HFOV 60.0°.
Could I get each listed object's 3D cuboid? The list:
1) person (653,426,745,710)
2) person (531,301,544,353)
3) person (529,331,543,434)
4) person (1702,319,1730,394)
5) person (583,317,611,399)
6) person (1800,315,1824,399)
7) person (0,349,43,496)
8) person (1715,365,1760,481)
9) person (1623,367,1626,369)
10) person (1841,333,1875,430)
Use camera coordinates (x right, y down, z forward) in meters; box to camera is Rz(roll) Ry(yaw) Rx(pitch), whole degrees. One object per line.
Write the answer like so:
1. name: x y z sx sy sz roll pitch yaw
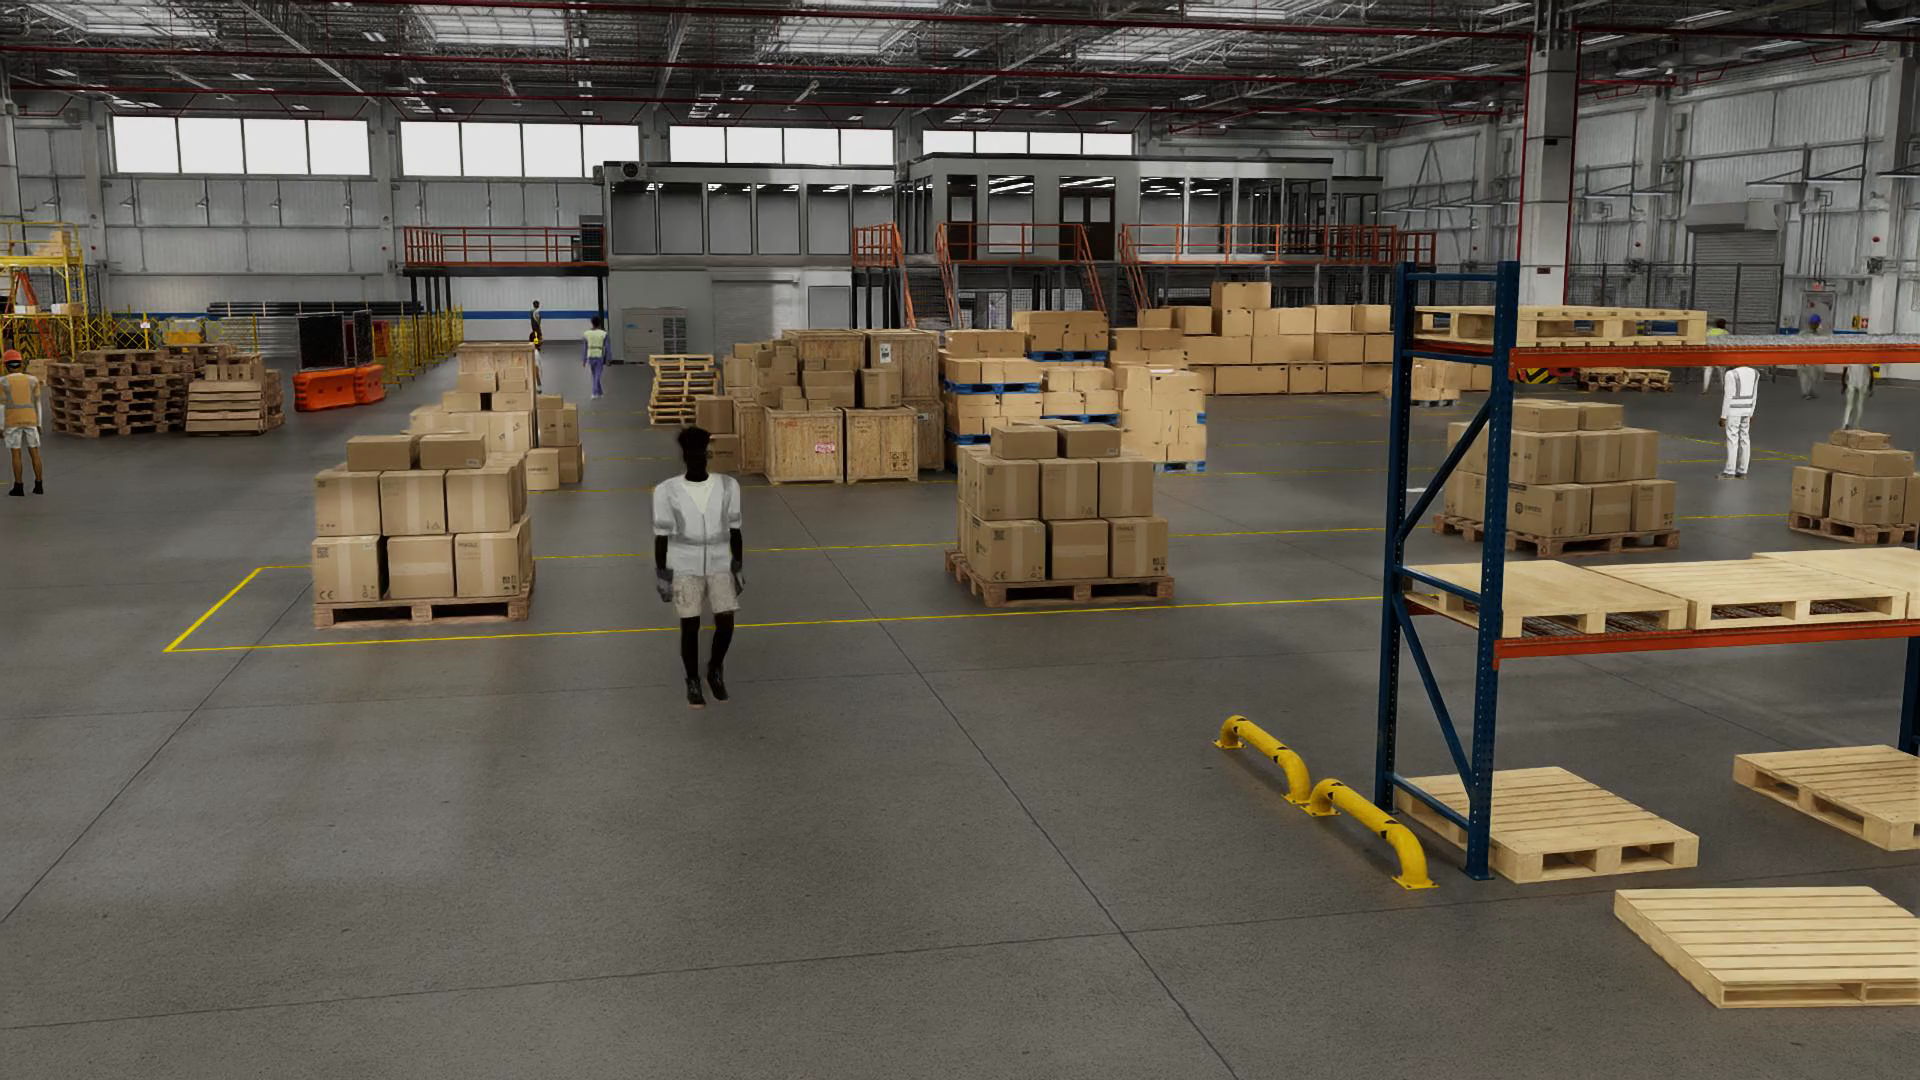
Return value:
1. person: -1.755 0.194 11.268 0.629 1.944 0.447 -3 10 -19
2. person: -14.837 -7.460 58.266 0.347 1.843 0.512 -9 13 -42
3. person: -7.636 -2.822 29.947 0.330 1.861 0.503 -5 11 -29
4. person: 17.947 -4.345 39.431 0.953 1.799 0.634 -7 12 -38
5. person: -8.318 -4.164 38.085 0.604 1.875 1.008 2 9 9
6. person: 19.361 -4.142 37.747 0.650 1.928 0.543 -3 10 -16
7. person: -12.387 -1.540 21.902 0.366 1.930 0.542 8 12 41
8. person: 10.979 -1.778 23.489 0.575 1.885 0.355 -4 10 -21
9. person: 17.319 -5.192 44.145 1.022 1.947 0.620 -1 9 -8
10. person: 15.841 -2.719 29.314 0.518 1.856 0.461 7 11 35
